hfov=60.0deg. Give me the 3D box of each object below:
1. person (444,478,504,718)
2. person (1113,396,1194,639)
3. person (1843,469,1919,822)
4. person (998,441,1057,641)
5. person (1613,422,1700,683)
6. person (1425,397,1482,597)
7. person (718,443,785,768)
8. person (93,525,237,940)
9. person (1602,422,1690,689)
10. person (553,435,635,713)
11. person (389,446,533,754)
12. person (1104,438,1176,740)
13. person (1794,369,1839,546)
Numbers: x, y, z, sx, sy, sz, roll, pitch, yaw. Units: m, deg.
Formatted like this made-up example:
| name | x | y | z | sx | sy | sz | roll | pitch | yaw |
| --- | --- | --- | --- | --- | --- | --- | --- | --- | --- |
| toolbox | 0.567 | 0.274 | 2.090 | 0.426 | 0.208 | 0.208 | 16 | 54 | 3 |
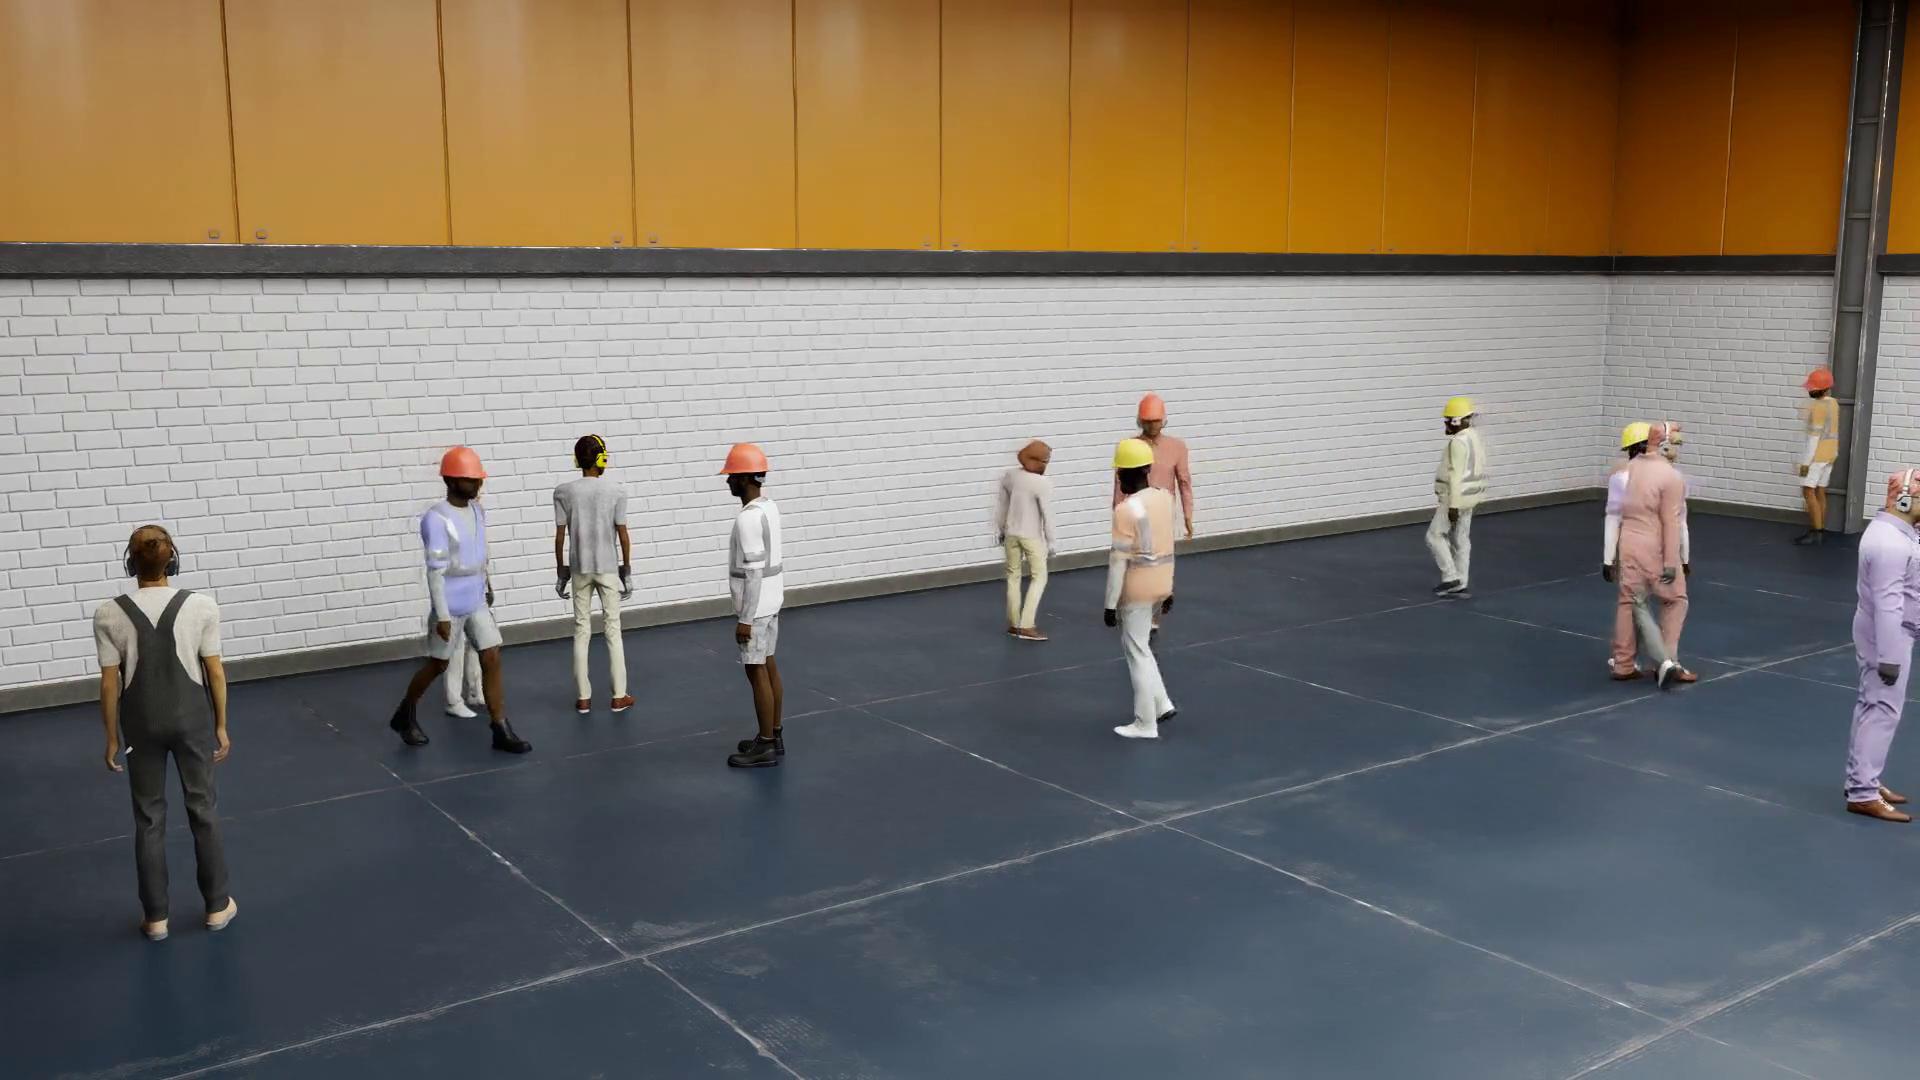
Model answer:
| name | x | y | z | sx | sy | sz | roll | pitch | yaw |
| --- | --- | --- | --- | --- | --- | --- | --- | --- | --- |
| person | -3.278 | 0.359 | 11.029 | 0.314 | 1.633 | 0.520 | 3 | 10 | 15 |
| person | 1.567 | -0.183 | 13.410 | 0.612 | 1.938 | 1.019 | -1 | 9 | -6 |
| person | 5.051 | 0.555 | 9.012 | 0.399 | 1.900 | 0.658 | 5 | 10 | 28 |
| person | 0.532 | 0.006 | 13.306 | 0.596 | 1.602 | 0.352 | 8 | 12 | 41 |
| person | 4.984 | 0.095 | 11.882 | 0.600 | 1.888 | 0.679 | -3 | 10 | -19 |
| person | 4.441 | -0.375 | 14.981 | 0.477 | 1.816 | 0.630 | 5 | 11 | 30 |
| person | -1.246 | 0.389 | 9.907 | 0.372 | 1.934 | 0.551 | 1 | 9 | 7 |
| person | -3.512 | 0.847 | 7.361 | 0.507 | 1.847 | 0.351 | -4 | 10 | -22 |
| person | 4.939 | 0.101 | 11.896 | 0.611 | 1.879 | 0.888 | -2 | 9 | -13 |
| person | -2.449 | 0.229 | 11.124 | 0.513 | 1.863 | 0.329 | -1 | 9 | -3 |
| person | -3.129 | 0.363 | 10.203 | 0.958 | 1.904 | 0.568 | 4 | 10 | 22 |
| person | 1.122 | 0.313 | 10.458 | 0.425 | 1.907 | 0.612 | 7 | 12 | 37 |
| person | 9.225 | -0.876 | 17.844 | 0.592 | 1.900 | 0.406 | -9 | 13 | -43 |
